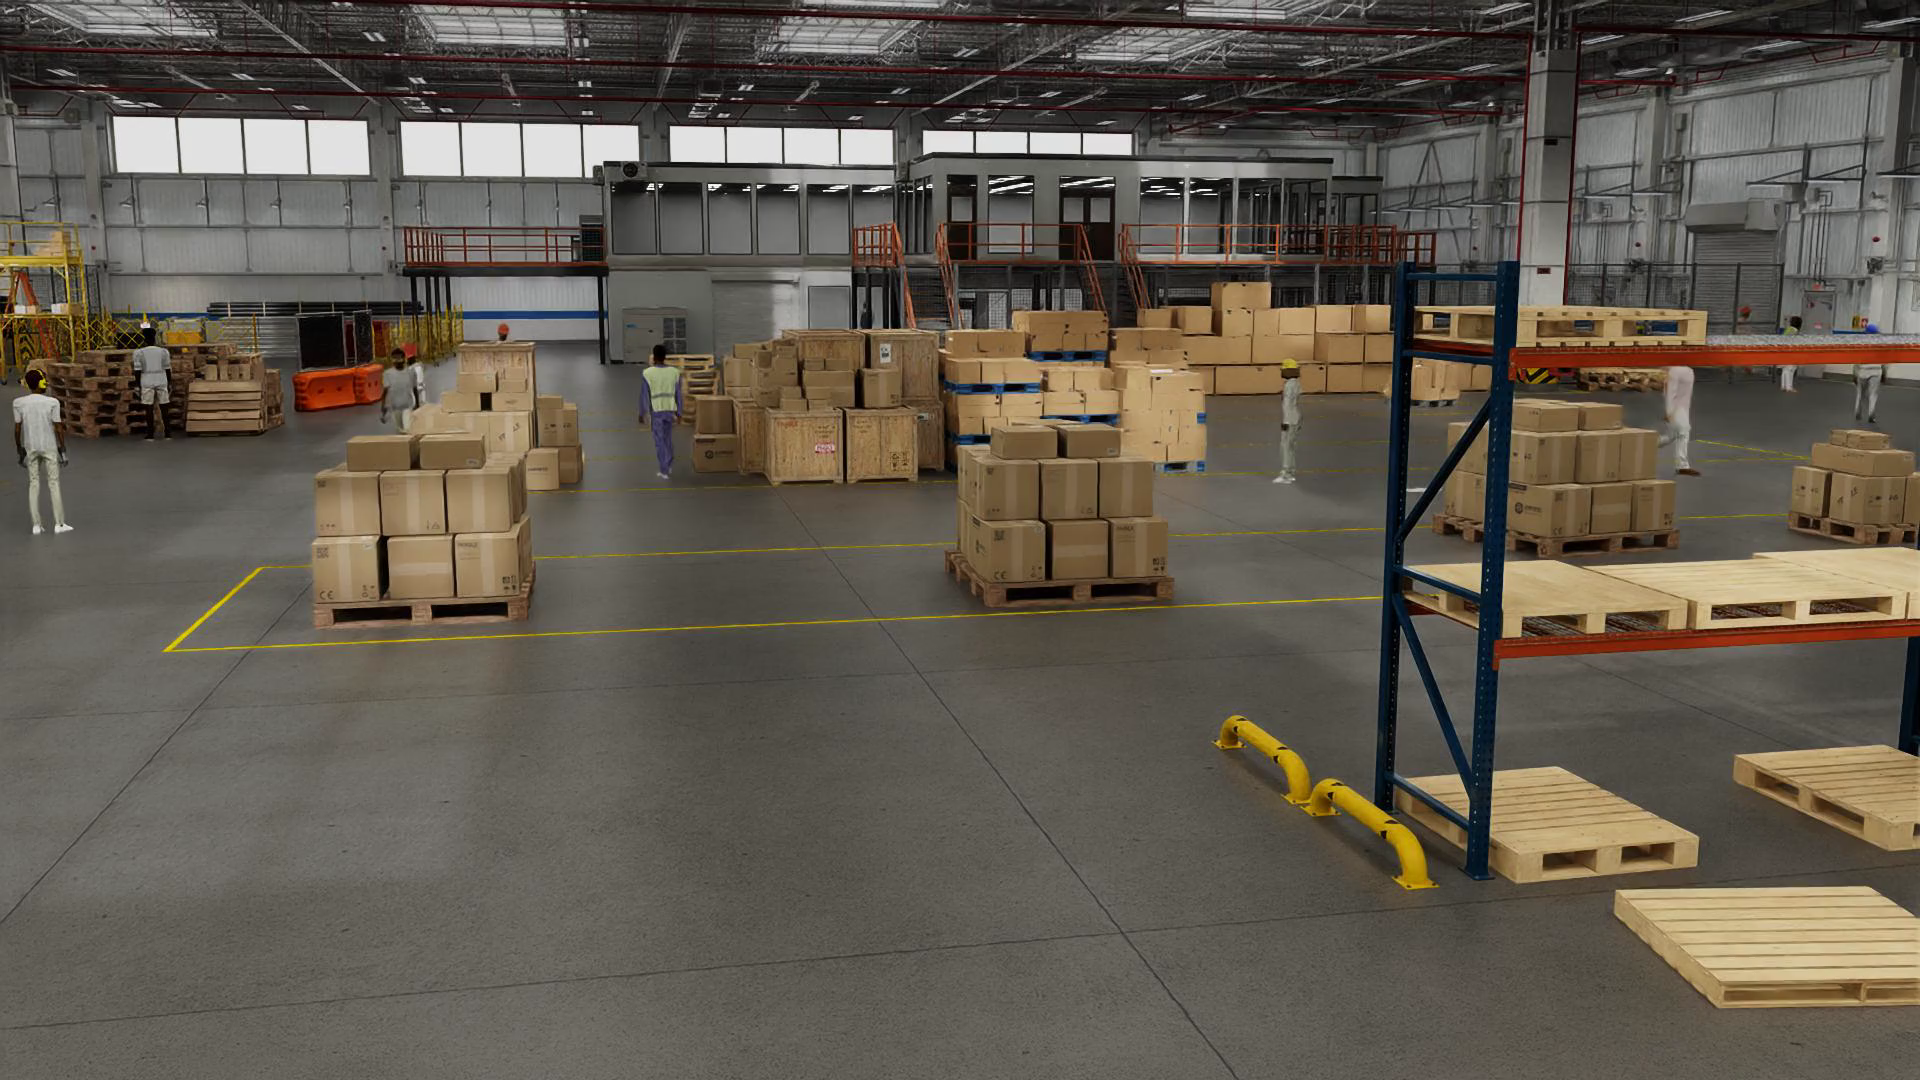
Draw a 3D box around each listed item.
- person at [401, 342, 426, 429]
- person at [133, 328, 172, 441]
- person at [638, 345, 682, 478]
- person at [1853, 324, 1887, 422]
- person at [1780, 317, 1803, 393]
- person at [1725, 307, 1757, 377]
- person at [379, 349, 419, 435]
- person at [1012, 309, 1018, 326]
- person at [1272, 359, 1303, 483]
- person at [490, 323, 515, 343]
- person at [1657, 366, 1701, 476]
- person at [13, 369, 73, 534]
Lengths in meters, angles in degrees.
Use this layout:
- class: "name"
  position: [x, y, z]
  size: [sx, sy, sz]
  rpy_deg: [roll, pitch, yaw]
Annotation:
- class: "person"
  position: [-8.265, -2.095, 25.447]
  size: [0.643, 1.888, 0.591]
  rpy_deg: [-6, 11, -31]
- class: "person"
  position: [-13.988, -2.698, 28.846]
  size: [0.607, 1.966, 0.367]
  rpy_deg: [-7, 12, -38]
- class: "person"
  position: [-4.332, -1.846, 23.883]
  size: [0.594, 1.898, 0.663]
  rpy_deg: [-7, 11, -35]
- class: "person"
  position: [17.735, -3.244, 32.421]
  size: [0.607, 1.905, 1.012]
  rpy_deg: [4, 10, 25]
- class: "person"
  position: [19.939, -4.421, 39.846]
  size: [0.430, 1.826, 0.682]
  rpy_deg: [1, 9, 8]
- class: "person"
  position: [21.682, -5.512, 46.083]
  size: [0.633, 1.947, 1.016]
  rpy_deg: [-6, 11, -31]
- class: "person"
  position: [-8.235, -1.893, 24.420]
  size: [0.532, 1.810, 1.015]
  rpy_deg: [-1, 9, -4]
- class: "person"
  position: [1.485, -5.270, 44.780]
  size: [0.355, 1.883, 0.572]
  rpy_deg: [0, 9, -2]
- class: "person"
  position: [4.595, -1.661, 23.243]
  size: [0.352, 1.732, 0.503]
  rpy_deg: [5, 11, 30]
- class: "person"
  position: [-9.507, -3.583, 34.603]
  size: [0.558, 1.871, 1.002]
  rpy_deg: [-4, 10, -23]
- class: "person"
  position: [10.356, -1.896, 24.151]
  size: [0.834, 1.915, 0.636]
  rpy_deg: [8, 12, 40]
- class: "person"
  position: [-10.357, -0.991, 18.756]
  size: [0.534, 1.863, 0.310]
  rpy_deg: [-2, 10, -11]
